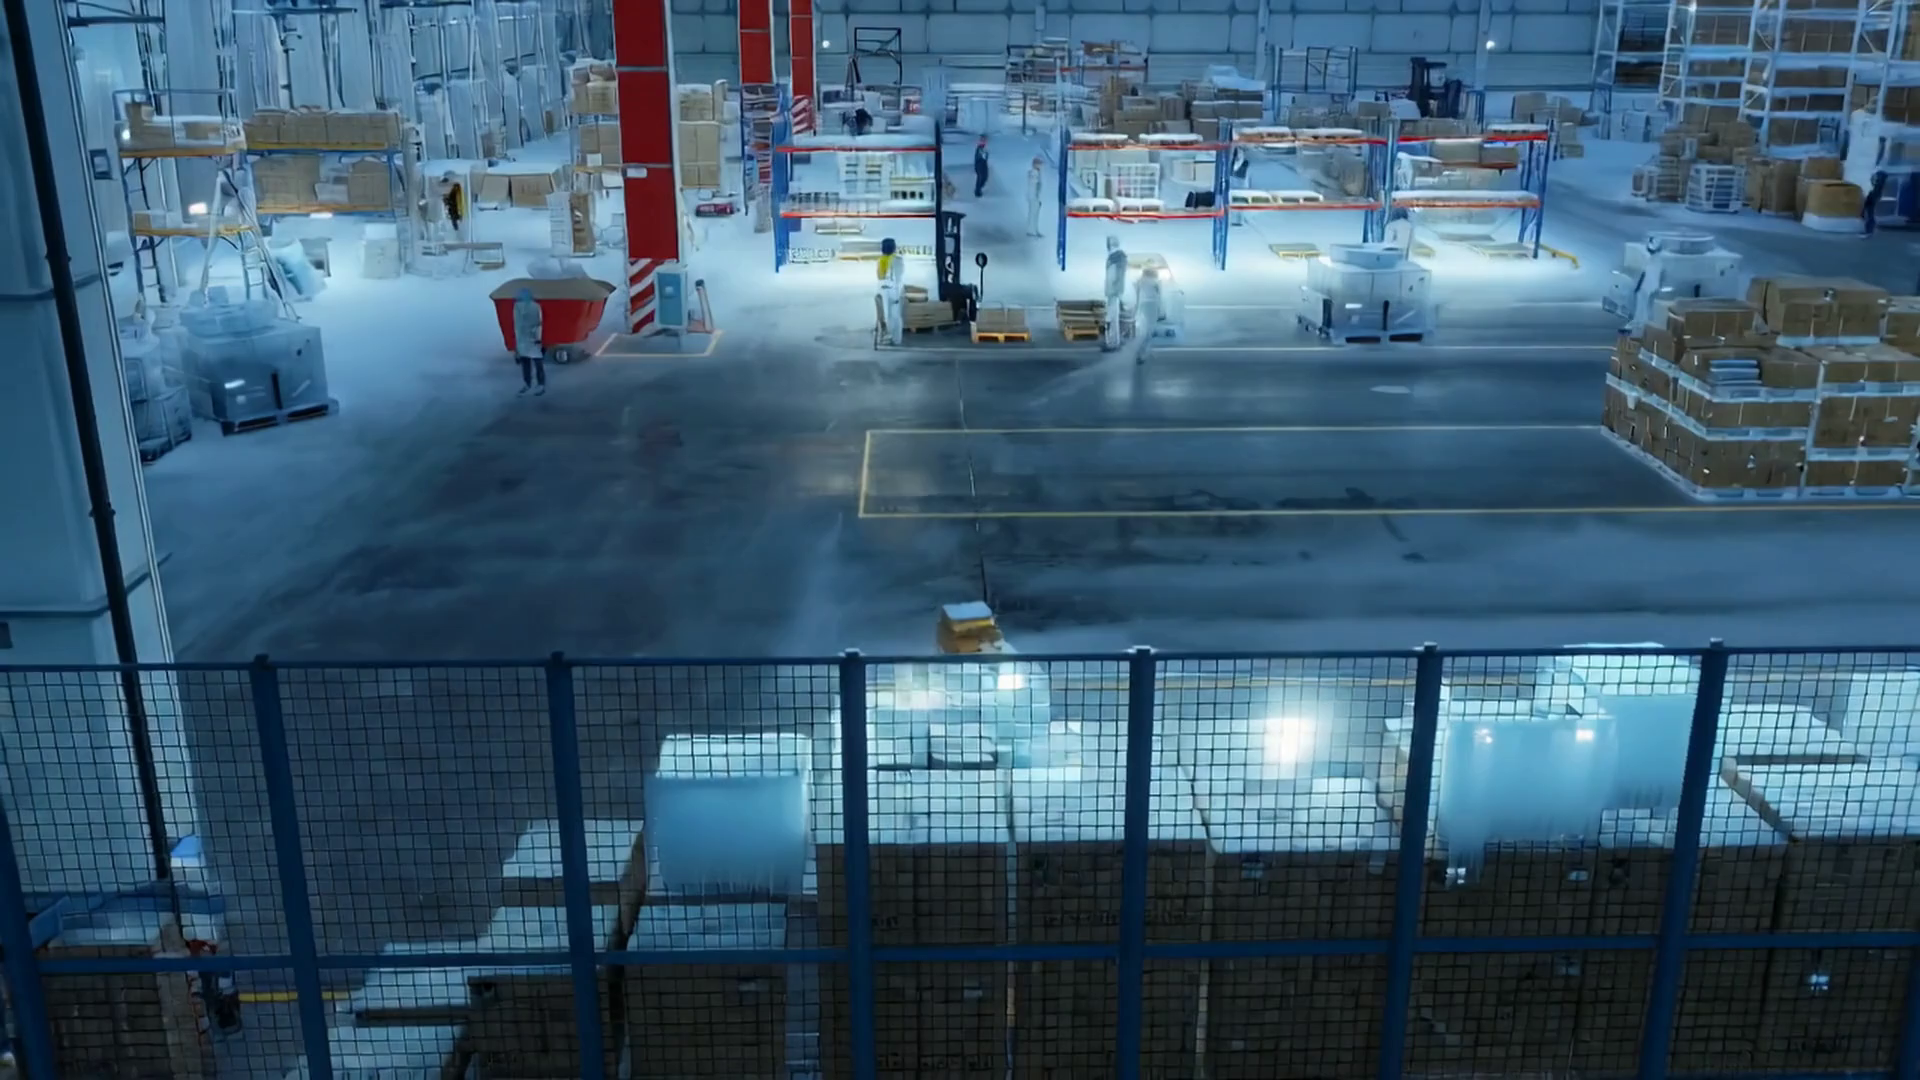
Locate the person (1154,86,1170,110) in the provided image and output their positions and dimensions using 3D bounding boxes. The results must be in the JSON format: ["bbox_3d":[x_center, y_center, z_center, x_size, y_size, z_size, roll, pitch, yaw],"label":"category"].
[{"bbox_3d":[7.975,-16.943,65.647,0.644,1.909,0.897,0,19,0],"label":"person"}]

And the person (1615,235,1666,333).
[{"bbox_3d":[11.565,-4.232,28.057,0.551,1.817,0.961,-14,23,-35],"label":"person"}]

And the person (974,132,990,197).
[{"bbox_3d":[0.605,-10.568,46.862,0.455,1.817,0.610,-16,24,-39],"label":"person"}]

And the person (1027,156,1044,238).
[{"bbox_3d":[1.800,-8.148,39.515,0.373,1.923,0.593,-8,20,-22],"label":"person"}]

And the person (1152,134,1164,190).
[{"bbox_3d":[5.437,-10.084,45.286,0.602,1.919,0.548,-1,19,-2],"label":"person"}]

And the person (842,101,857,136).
[{"bbox_3d":[-3.850,-14.256,57.701,0.572,1.883,0.355,10,21,28],"label":"person"}]

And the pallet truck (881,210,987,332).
[{"bbox_3d":[-0.493,-4.759,29.349,1.885,1.965,0.823,-13,23,-34],"label":"pallet truck"}]

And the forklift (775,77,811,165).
[{"bbox_3d":[-5.920,-13.893,55.085,1.873,2.768,1.129,-1,19,-1],"label":"forklift"}]

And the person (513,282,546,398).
[{"bbox_3d":[-6.336,-2.936,24.400,0.540,1.698,0.317,10,21,27],"label":"person"}]

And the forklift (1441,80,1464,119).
[{"bbox_3d":[15.644,-13.239,53.146,1.873,2.768,1.129,-1,19,-1],"label":"forklift"}]

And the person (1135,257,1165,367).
[{"bbox_3d":[2.984,-3.626,26.431,0.492,1.718,0.801,13,22,33],"label":"person"}]

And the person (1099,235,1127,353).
[{"bbox_3d":[2.518,-4.044,27.328,0.370,1.934,0.627,9,21,25],"label":"person"}]

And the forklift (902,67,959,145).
[{"bbox_3d":[-1.117,-15.934,61.139,1.873,2.768,1.129,-10,21,-28],"label":"forklift"}]

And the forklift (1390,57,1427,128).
[{"bbox_3d":[18.896,-18.497,68.744,1.873,2.768,1.129,-1,19,-1],"label":"forklift"}]

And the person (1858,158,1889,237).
[{"bbox_3d":[21.885,-8.190,39.768,0.507,1.841,0.439,-4,19,-12],"label":"person"}]

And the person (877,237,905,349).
[{"bbox_3d":[-1.157,-4.115,27.678,0.430,1.844,0.624,-11,21,-29],"label":"person"}]

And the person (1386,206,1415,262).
[{"bbox_3d":[8.082,-5.197,30.742,0.634,1.936,0.355,-9,21,-25],"label":"person"}]

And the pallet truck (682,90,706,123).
[{"bbox_3d":[-9.671,-15.907,62.421,0.823,1.965,1.885,5,19,15],"label":"pallet truck"}]

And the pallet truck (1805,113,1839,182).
[{"bbox_3d":[26.403,-11.957,50.702,0.823,1.965,1.885,6,19,16],"label":"pallet truck"}]

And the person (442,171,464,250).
[{"bbox_3d":[-11.053,-7.086,36.354,0.372,1.933,0.542,-4,19,-11],"label":"person"}]

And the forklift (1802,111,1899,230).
[{"bbox_3d":[22.028,-9.075,40.792,1.873,2.768,1.129,-1,19,-2],"label":"forklift"}]

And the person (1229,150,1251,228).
[{"bbox_3d":[6.975,-8.739,41.328,0.822,1.896,0.597,-17,25,-41],"label":"person"}]

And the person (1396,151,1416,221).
[{"bbox_3d":[10.677,-8.359,40.078,0.609,1.965,0.364,-15,24,-37],"label":"person"}]
